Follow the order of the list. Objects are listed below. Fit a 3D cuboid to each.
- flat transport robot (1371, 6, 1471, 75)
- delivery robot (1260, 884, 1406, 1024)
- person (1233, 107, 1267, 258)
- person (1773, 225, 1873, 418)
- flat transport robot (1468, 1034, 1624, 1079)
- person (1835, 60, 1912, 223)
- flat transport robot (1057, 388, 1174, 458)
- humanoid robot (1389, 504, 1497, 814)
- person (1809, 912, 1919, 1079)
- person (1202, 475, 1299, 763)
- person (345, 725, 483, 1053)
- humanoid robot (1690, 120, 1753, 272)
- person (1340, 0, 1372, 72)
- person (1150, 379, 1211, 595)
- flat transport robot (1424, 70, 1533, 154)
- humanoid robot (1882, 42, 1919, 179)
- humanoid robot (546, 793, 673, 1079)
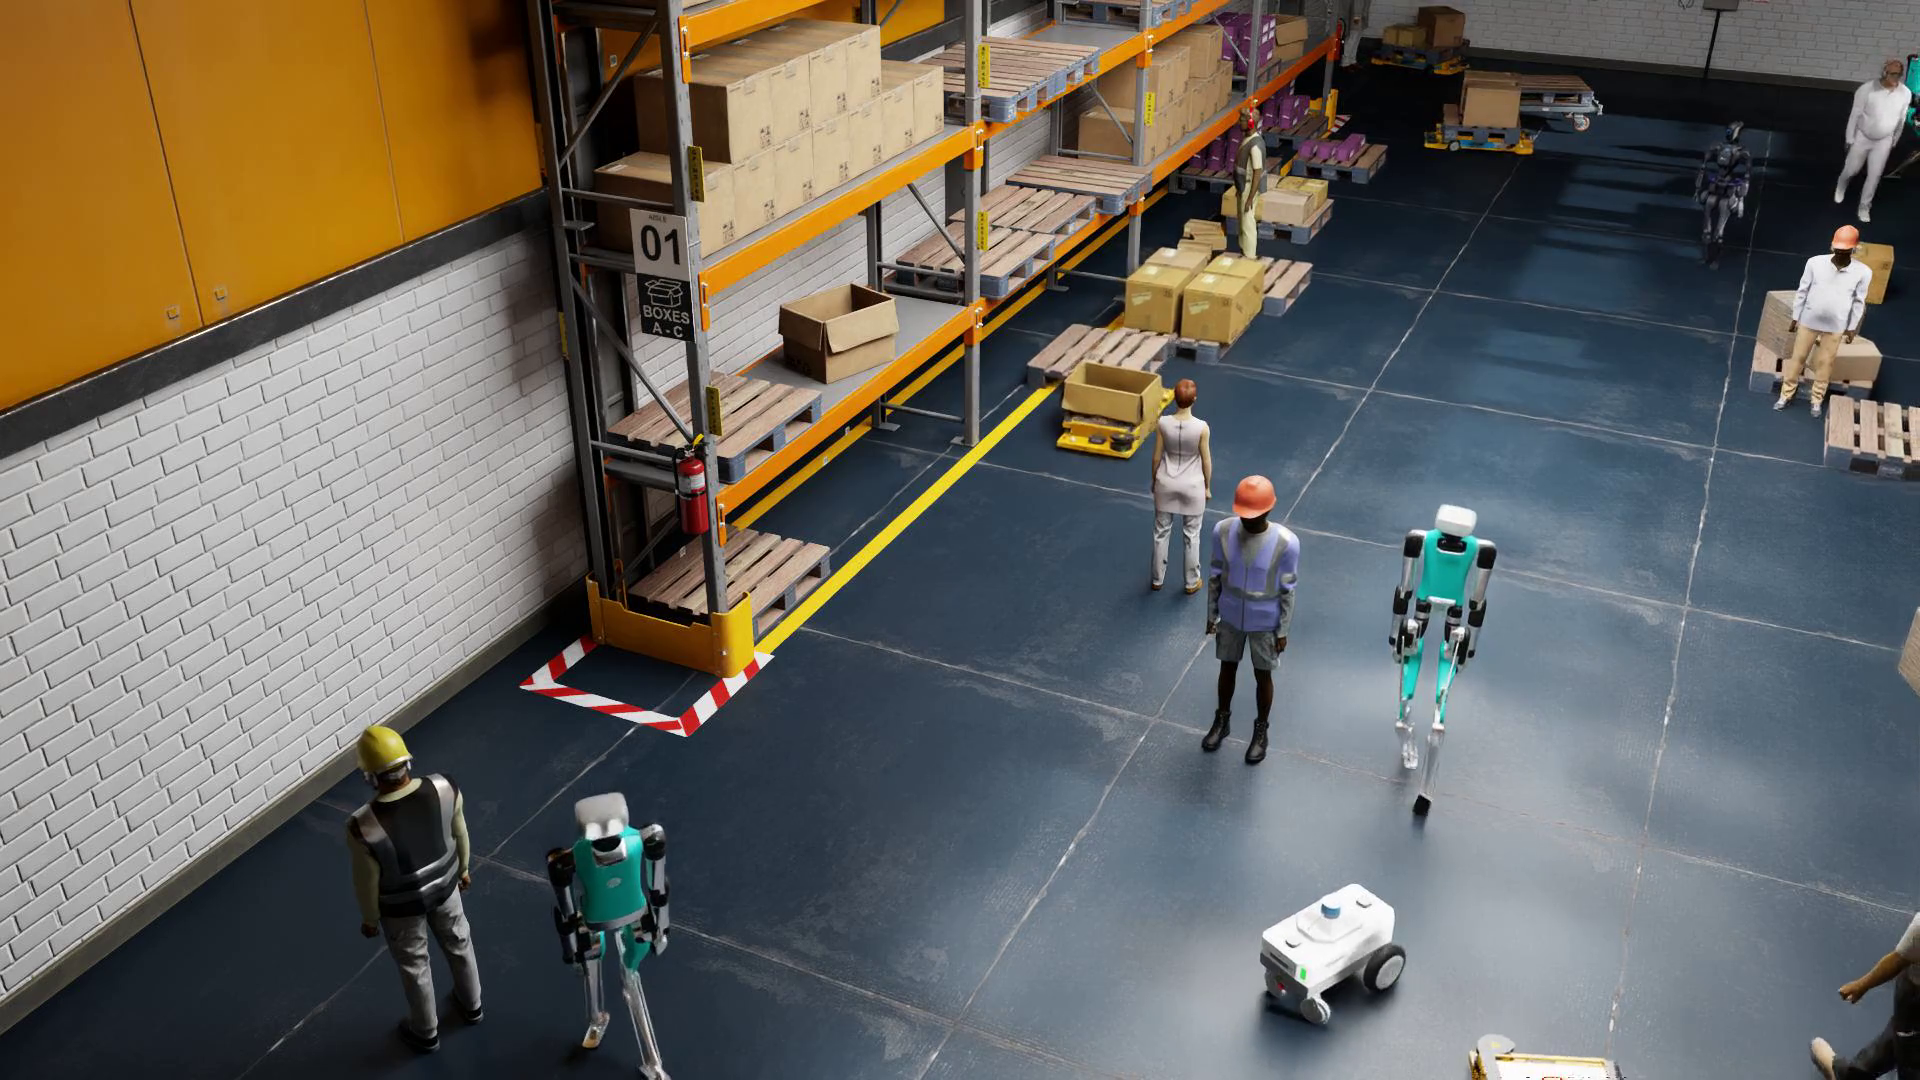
[{"bbox_3d":[7.567,-7.873,27.326,1.431,0.231,0.659,22,35,35],"label":"flat transport robot"},{"bbox_3d":[1.899,2.077,8.555,0.746,0.574,0.507,-19,33,-31],"label":"delivery robot"},{"bbox_3d":[3.139,-3.789,18.094,0.373,1.843,0.568,-1,28,-1],"label":"person"},{"bbox_3d":[7.676,-1.947,14.771,0.560,1.752,0.329,16,32,28],"label":"person"},{"bbox_3d":[2.760,2.832,7.477,0.659,0.231,1.431,2,28,4],"label":"flat transport robot"},{"bbox_3d":[10.965,-4.841,20.000,0.638,1.885,0.745,7,29,13],"label":"person"},{"bbox_3d":[1.401,-1.124,14.812,0.659,0.231,1.431,11,30,19],"label":"flat transport robot"},{"bbox_3d":[2.791,0.761,9.816,0.548,1.806,0.911,7,29,13],"label":"humanoid robot"},{"bbox_3d":[4.223,1.996,7.408,0.512,1.809,0.890,-10,30,-18],"label":"person"},{"bbox_3d":[1.742,0.474,10.107,0.542,1.929,0.385,13,31,23],"label":"person"},{"bbox_3d":[-2.624,1.670,7.993,0.403,1.824,0.588,25,37,38],"label":"person"},{"bbox_3d":[8.355,-3.798,18.293,0.456,1.641,0.610,-24,36,-37],"label":"humanoid robot"},{"bbox_3d":[6.484,-8.530,26.925,0.377,1.818,0.519,18,33,30],"label":"person"},{"bbox_3d":[1.589,-0.378,11.962,0.439,1.660,0.286,9,30,16],"label":"person"},{"bbox_3d":[7.173,-5.548,23.015,1.431,0.231,0.659,7,29,12],"label":"flat transport robot"},{"bbox_3d":[12.534,-5.493,21.400,0.915,1.790,0.544,0,28,-1],"label":"humanoid robot"},{"bbox_3d":[-1.679,1.790,7.880,0.544,1.749,0.884,-12,31,-21],"label":"humanoid robot"}]
